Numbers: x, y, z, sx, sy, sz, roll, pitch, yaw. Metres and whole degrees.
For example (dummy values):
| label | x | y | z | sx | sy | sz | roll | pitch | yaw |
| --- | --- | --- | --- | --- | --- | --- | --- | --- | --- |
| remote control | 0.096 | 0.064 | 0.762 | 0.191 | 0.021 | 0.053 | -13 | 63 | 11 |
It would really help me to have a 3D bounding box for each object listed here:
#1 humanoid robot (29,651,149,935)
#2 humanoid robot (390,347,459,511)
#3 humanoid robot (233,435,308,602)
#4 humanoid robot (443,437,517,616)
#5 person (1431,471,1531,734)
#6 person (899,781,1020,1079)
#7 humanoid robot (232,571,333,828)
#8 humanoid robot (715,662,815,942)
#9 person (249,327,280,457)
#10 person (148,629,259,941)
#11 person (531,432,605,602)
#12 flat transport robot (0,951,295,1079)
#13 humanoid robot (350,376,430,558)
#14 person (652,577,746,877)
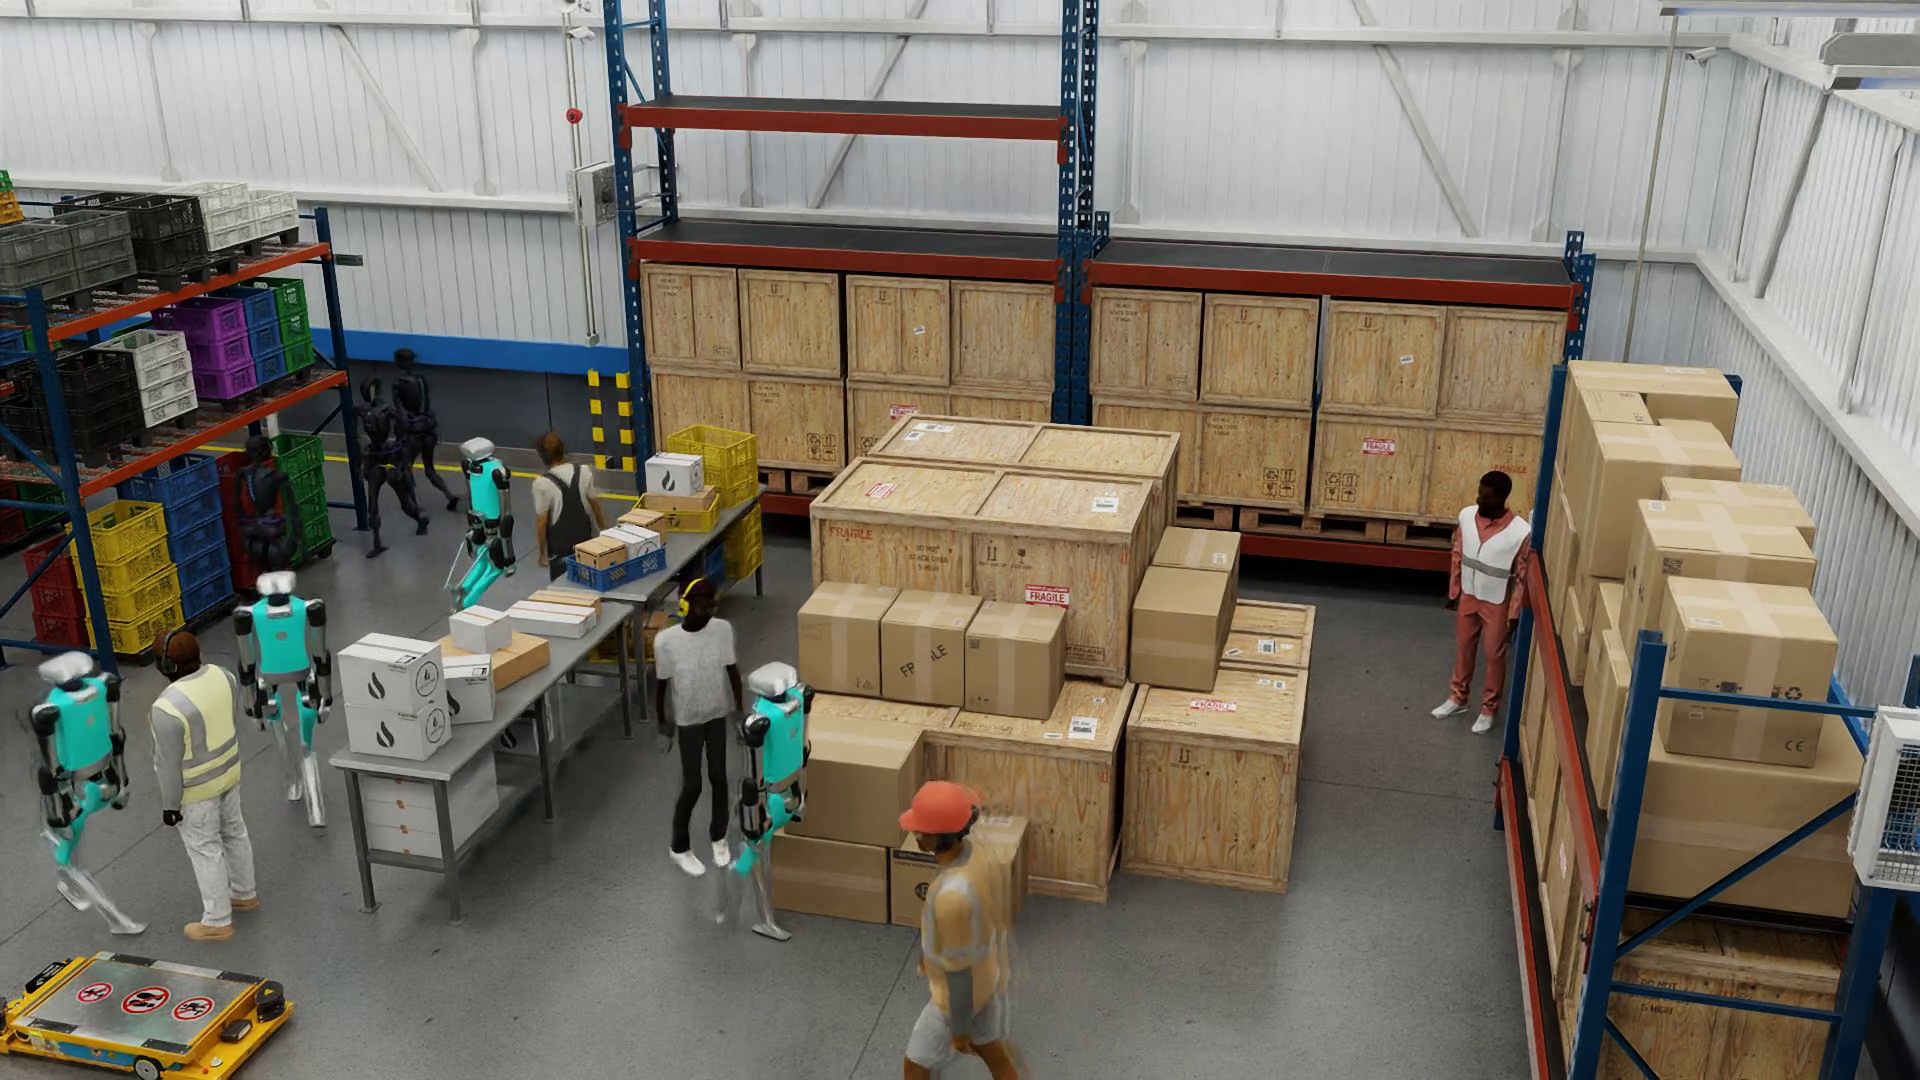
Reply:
| label | x | y | z | sx | sy | sz | roll | pitch | yaw |
| --- | --- | --- | --- | --- | --- | --- | --- | --- | --- |
| humanoid robot | -5.053 | 1.405 | 9.328 | 0.993 | 1.754 | 0.531 | 8 | 23 | 21 |
| humanoid robot | -5.106 | -1.025 | 15.848 | 0.629 | 1.622 | 0.608 | 6 | 22 | 16 |
| humanoid robot | -5.481 | -0.049 | 13.250 | 0.614 | 1.624 | 0.755 | 5 | 21 | 13 |
| humanoid robot | -3.704 | 0.125 | 12.577 | 0.548 | 1.749 | 0.675 | 18 | 27 | 39 |
| person | 3.690 | 0.416 | 11.650 | 0.392 | 1.916 | 0.589 | -16 | 26 | -35 |
| person | -0.105 | 1.970 | 7.462 | 1.004 | 1.999 | 0.613 | 5 | 21 | 12 |
| humanoid robot | -4.222 | 0.959 | 10.473 | 0.545 | 1.750 | 0.948 | -9 | 23 | -21 |
| humanoid robot | -1.188 | 1.502 | 9.217 | 0.783 | 1.891 | 0.546 | 12 | 24 | 29 |
| person | -7.269 | -1.694 | 17.248 | 0.530 | 1.861 | 0.309 | 6 | 22 | 14 |
| person | -4.249 | 1.357 | 9.308 | 0.430 | 1.839 | 0.621 | 3 | 21 | 8 |
| person | -2.966 | 0.027 | 12.842 | 0.680 | 1.805 | 0.398 | -16 | 26 | -36 |
| flat transport robot | -4.270 | 2.464 | 8.601 | 1.431 | 0.231 | 0.659 | 5 | 22 | 13 |
| humanoid robot | -5.159 | -0.702 | 14.986 | 0.608 | 1.645 | 0.763 | 4 | 21 | 10 |
| person | -1.537 | 1.119 | 9.909 | 0.519 | 1.854 | 0.483 | -13 | 24 | -30 |
